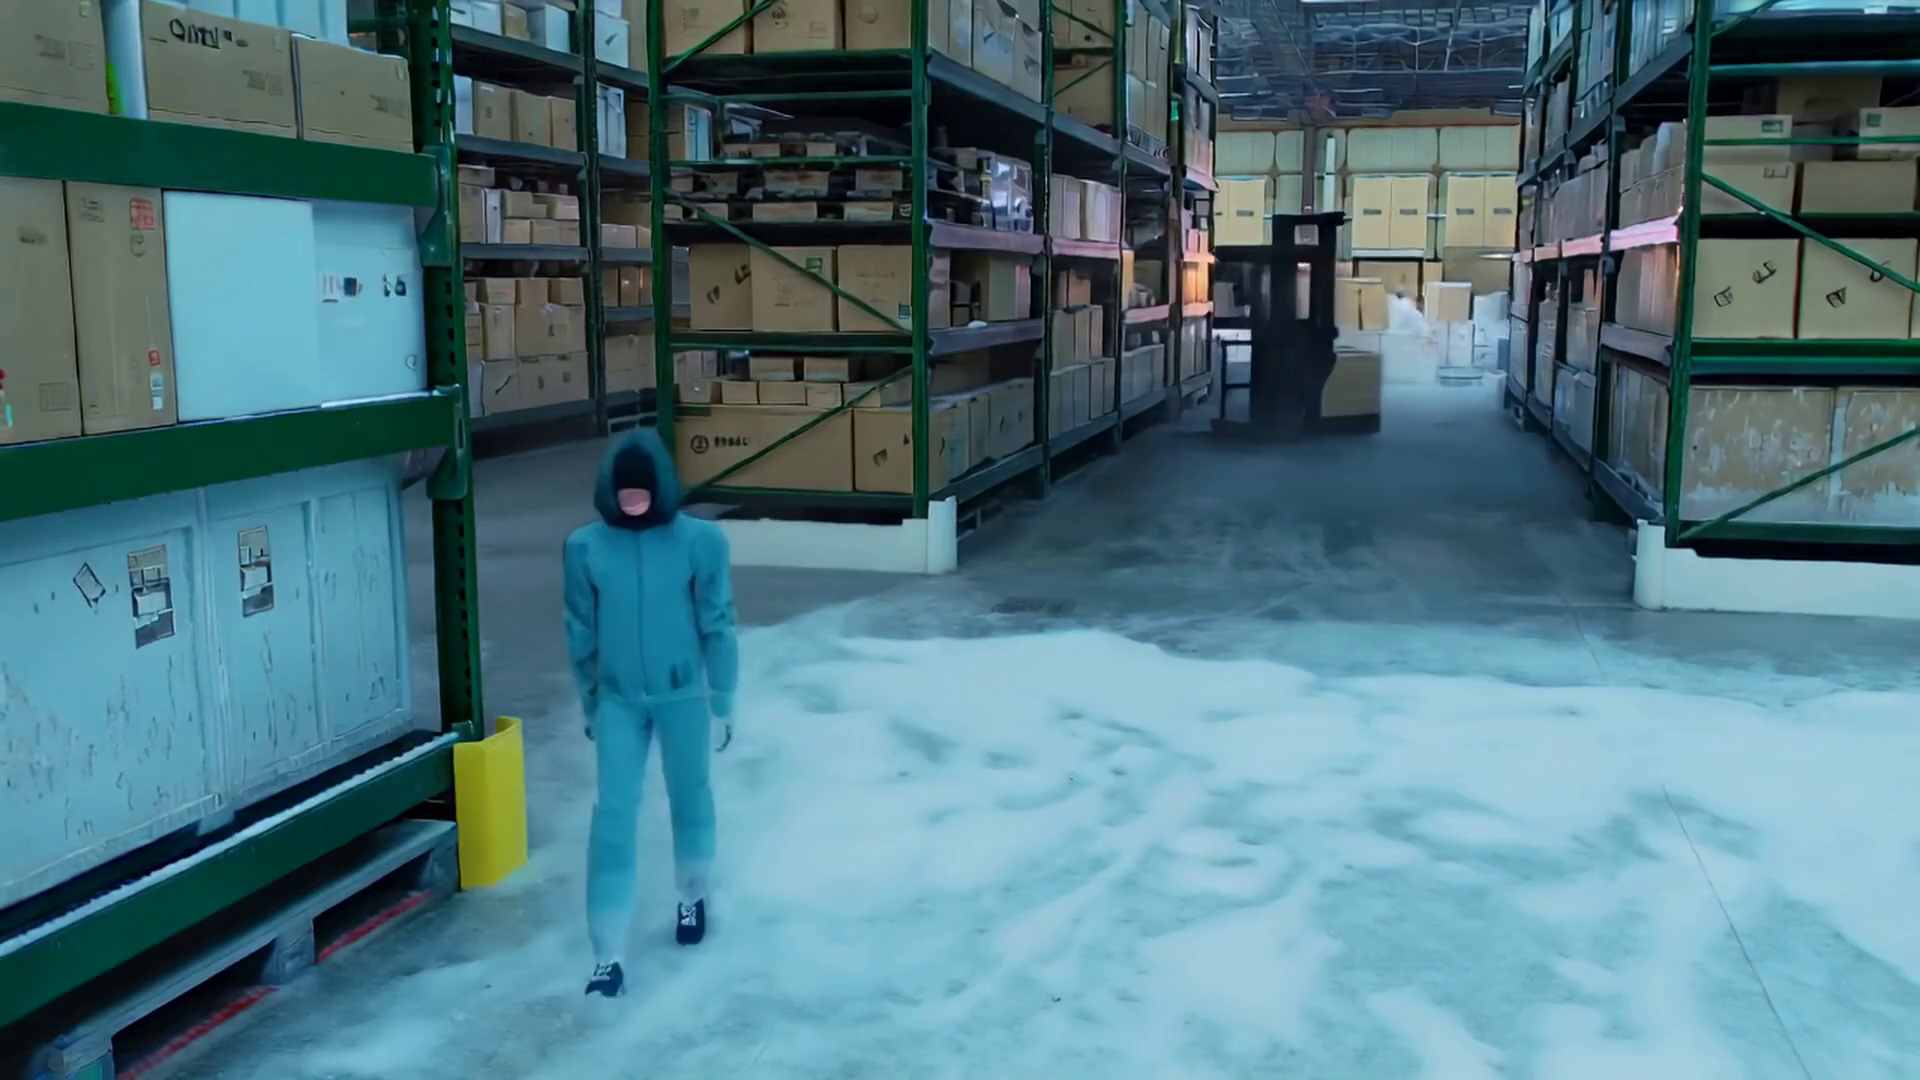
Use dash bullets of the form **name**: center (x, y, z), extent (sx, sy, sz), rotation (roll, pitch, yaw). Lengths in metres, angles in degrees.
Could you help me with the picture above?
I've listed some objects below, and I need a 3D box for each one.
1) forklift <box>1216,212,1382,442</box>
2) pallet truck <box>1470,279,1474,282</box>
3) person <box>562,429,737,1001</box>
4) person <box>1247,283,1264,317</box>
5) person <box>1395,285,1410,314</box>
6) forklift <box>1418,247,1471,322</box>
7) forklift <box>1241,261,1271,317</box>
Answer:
- **forklift**: center (4.299, -2.687, 20.846), extent (1.873, 2.768, 1.129), rotation (-5, 10, -30)
- **pallet truck**: center (18.896, -8.459, 60.307), extent (1.885, 1.965, 0.823), rotation (5, 10, 31)
- **person**: center (-0.889, 0.485, 4.771), extent (0.515, 1.591, 0.859), rotation (0, 9, 0)
- **person**: center (6.568, -4.711, 36.691), extent (1.032, 1.948, 0.640), rotation (0, 9, 3)
- **person**: center (9.616, -4.599, 36.135), extent (1.000, 1.895, 0.642), rotation (0, 9, 1)
- **forklift**: center (12.741, -6.162, 42.924), extent (1.129, 2.768, 1.873), rotation (-7, 11, -38)
- **forklift**: center (10.551, -8.662, 58.805), extent (1.129, 2.768, 1.873), rotation (2, 9, 15)
